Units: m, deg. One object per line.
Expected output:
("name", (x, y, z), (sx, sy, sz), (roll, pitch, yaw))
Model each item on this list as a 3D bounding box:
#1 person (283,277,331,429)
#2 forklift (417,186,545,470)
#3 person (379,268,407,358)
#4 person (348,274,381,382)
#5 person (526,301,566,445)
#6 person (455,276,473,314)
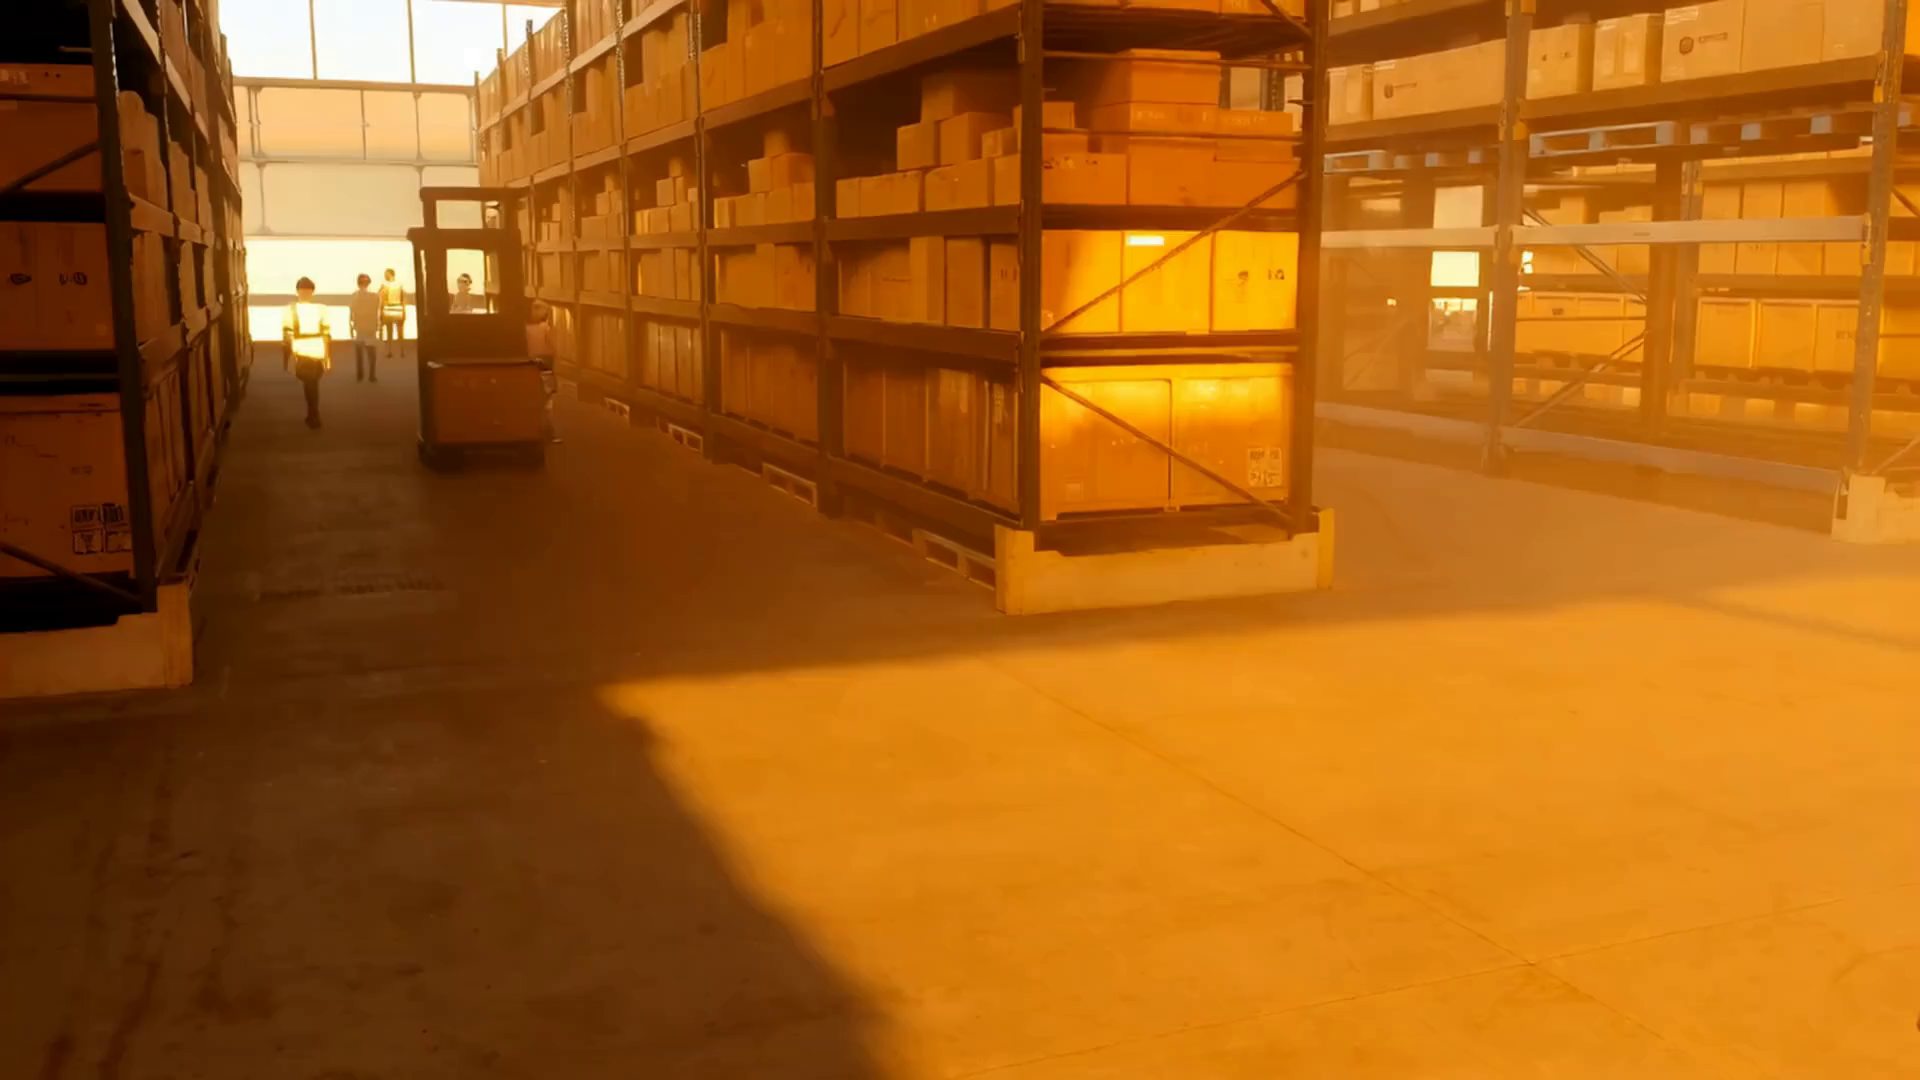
("person", (-8.190, -2.349, 20.900), (0.562, 1.894, 0.982), (-6, 11, -32))
("forklift", (-4.962, -2.195, 17.009), (1.129, 2.768, 1.873), (-4, 10, -22))
("person", (-12.281, -4.900, 36.001), (0.615, 1.946, 0.391), (-9, 13, -44))
("person", (-10.383, -3.691, 28.967), (0.594, 1.865, 0.990), (-5, 11, -30))
("person", (-4.746, -1.887, 18.885), (0.524, 1.636, 0.308), (3, 10, 18))
("person", (-10.855, -4.892, 36.497), (0.526, 1.768, 0.330), (6, 11, 33))
